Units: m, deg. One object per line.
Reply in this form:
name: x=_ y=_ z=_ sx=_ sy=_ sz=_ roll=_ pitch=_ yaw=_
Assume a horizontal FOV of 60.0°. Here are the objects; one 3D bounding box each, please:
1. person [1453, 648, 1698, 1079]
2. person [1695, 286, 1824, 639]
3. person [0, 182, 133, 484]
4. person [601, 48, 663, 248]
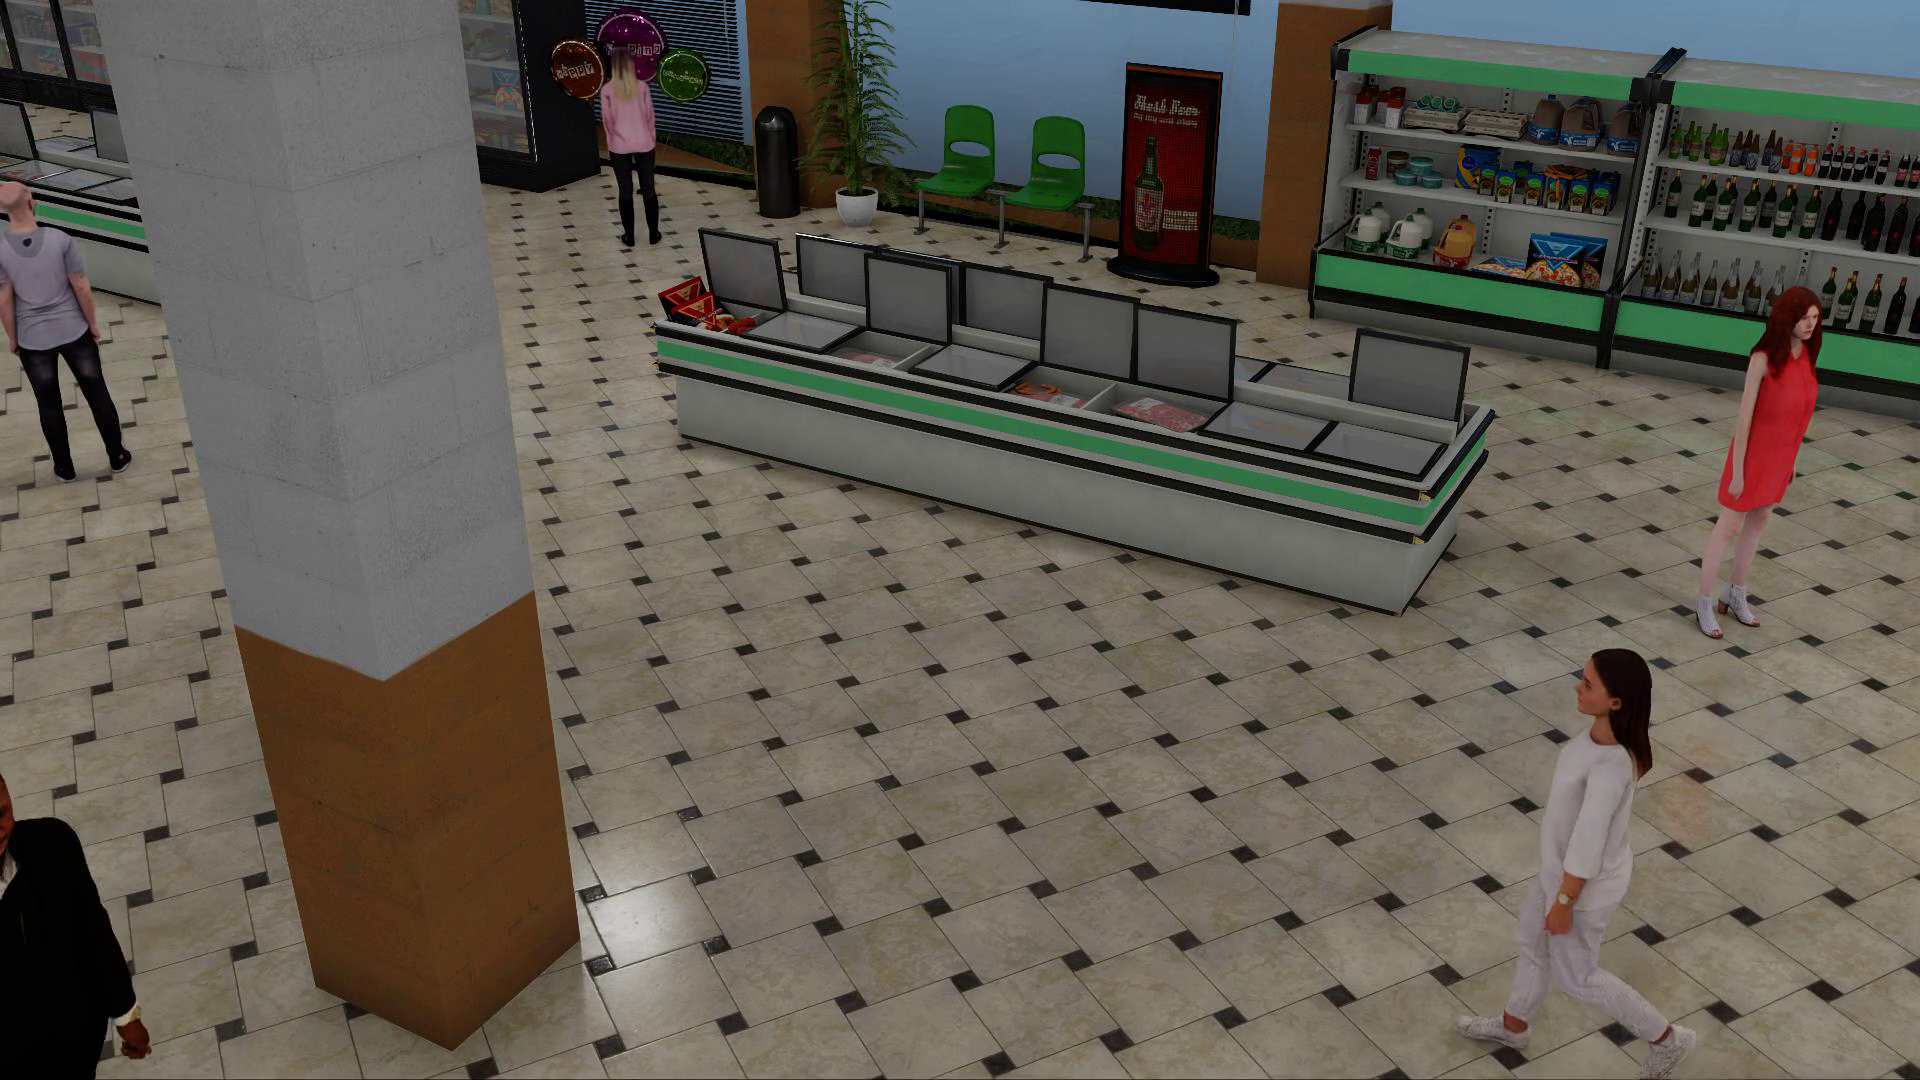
person: x=2.151 y=1.119 z=5.512 sx=1.045 sy=1.667 sz=0.730 roll=9 pitch=28 yaw=17
person: x=3.988 y=-0.386 z=8.301 sx=0.663 sy=1.828 sz=0.682 roll=-12 pitch=29 yaw=-23
person: x=-5.441 y=-1.241 z=9.975 sx=0.760 sy=1.838 sz=0.774 roll=-14 pitch=30 yaw=-25
person: x=-2.839 y=-3.391 z=14.382 sx=0.678 sy=1.688 sz=0.742 roll=-6 pitch=28 yaw=-12
